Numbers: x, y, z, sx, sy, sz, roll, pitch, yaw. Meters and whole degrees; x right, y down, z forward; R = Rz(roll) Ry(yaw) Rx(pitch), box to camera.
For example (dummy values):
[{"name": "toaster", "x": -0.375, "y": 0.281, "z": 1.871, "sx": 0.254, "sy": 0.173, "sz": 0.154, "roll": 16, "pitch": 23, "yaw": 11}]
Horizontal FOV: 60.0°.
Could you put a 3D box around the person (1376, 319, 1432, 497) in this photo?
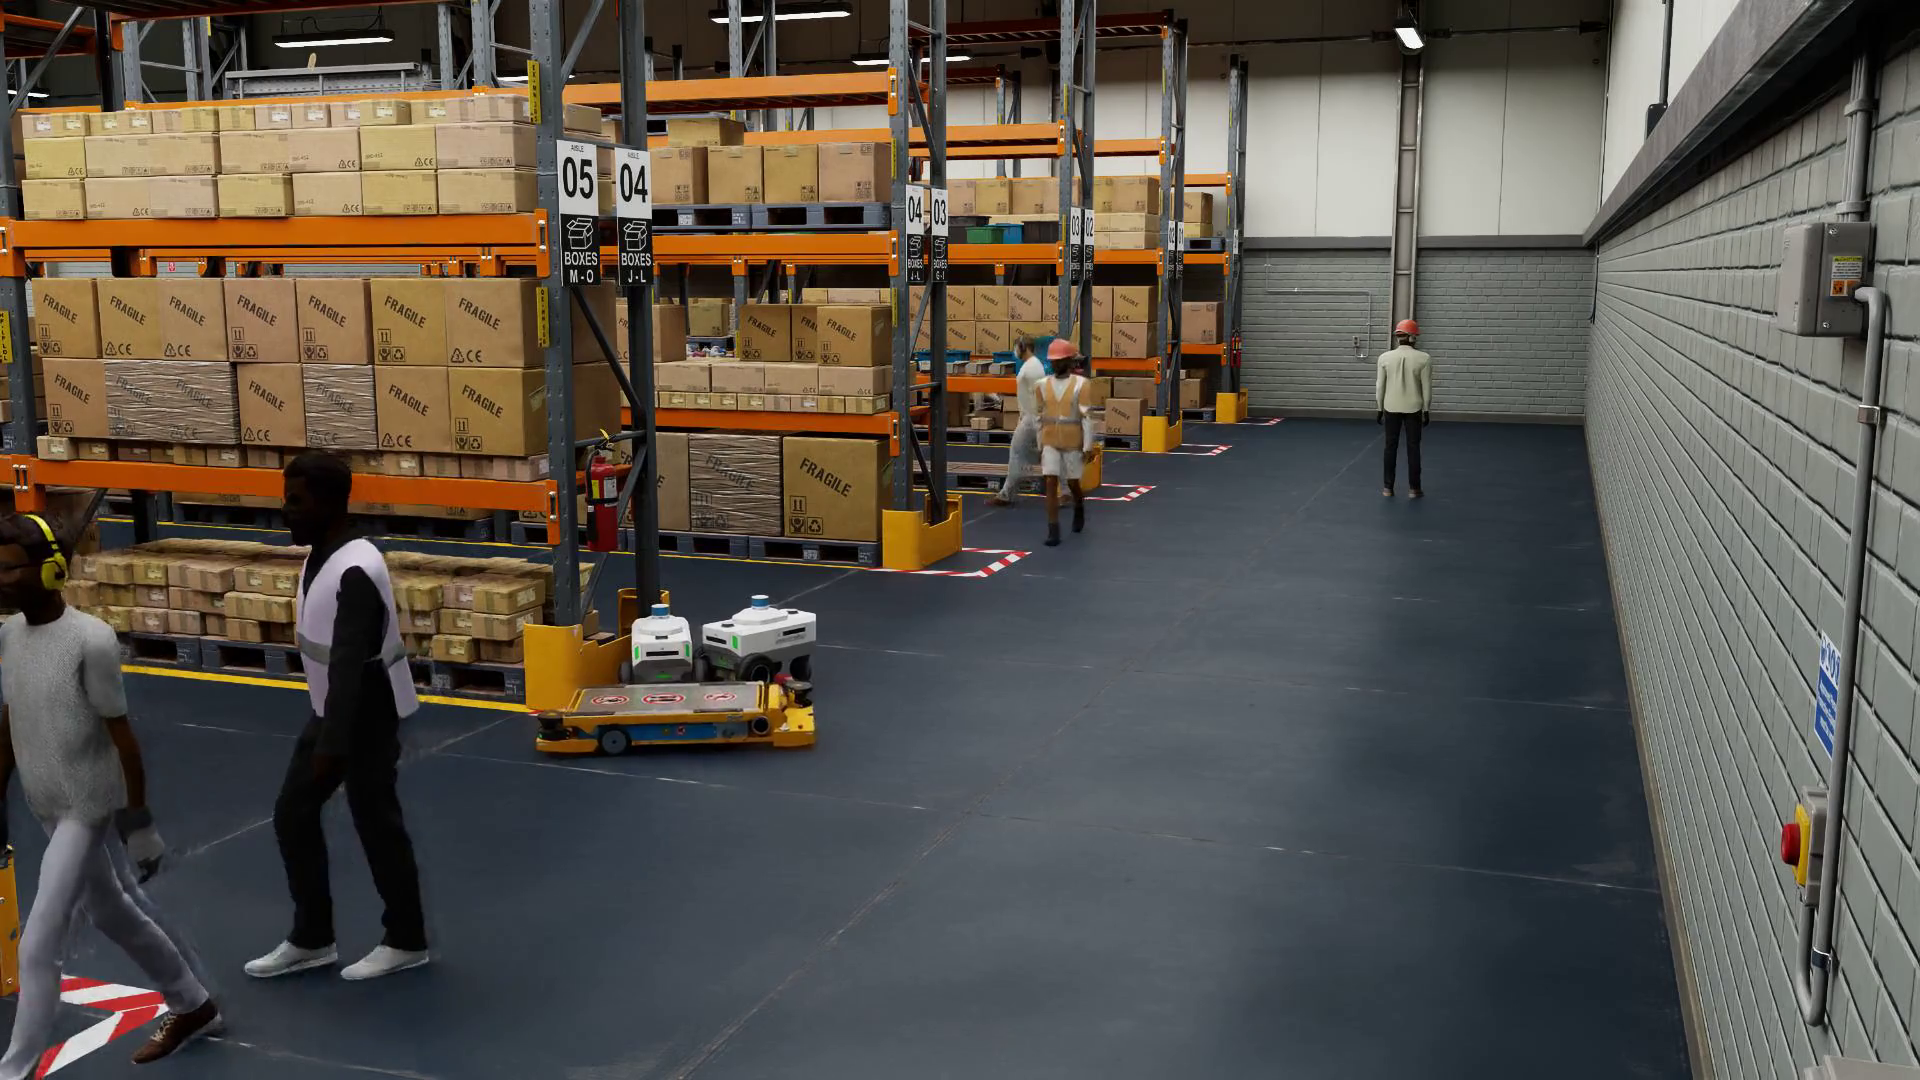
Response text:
[{"name": "person", "x": 4.976, "y": -1.470, "z": 18.652, "sx": 0.612, "sy": 1.990, "sz": 0.392, "roll": 4, "pitch": 10, "yaw": 25}]

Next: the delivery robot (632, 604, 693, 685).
[{"name": "delivery robot", "x": -1.757, "y": 0.619, "z": 9.786, "sx": 0.477, "sy": 0.478, "sz": 0.707, "roll": -2, "pitch": 9, "yaw": -11}]

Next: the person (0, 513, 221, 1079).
[{"name": "person", "x": -2.669, "y": 0.810, "z": 4.978, "sx": 0.549, "sy": 1.820, "sz": 0.996, "roll": 6, "pitch": 11, "yaw": 33}]

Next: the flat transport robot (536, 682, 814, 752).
[{"name": "flat transport robot", "x": -1.507, "y": 0.942, "z": 8.949, "sx": 1.431, "sy": 0.197, "sz": 0.652, "roll": -1, "pitch": 9, "yaw": -6}]

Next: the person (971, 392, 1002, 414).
[{"name": "person", "x": 0.400, "y": -3.007, "z": 28.662, "sx": 0.611, "sy": 1.854, "sz": 0.663, "roll": 5, "pitch": 10, "yaw": 28}]

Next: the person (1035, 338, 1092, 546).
[{"name": "person", "x": 0.974, "y": -0.925, "z": 15.495, "sx": 0.552, "sy": 1.913, "sz": 0.776, "roll": 3, "pitch": 10, "yaw": 18}]

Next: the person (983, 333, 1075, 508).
[{"name": "person", "x": 0.807, "y": -1.263, "z": 17.746, "sx": 1.021, "sy": 1.888, "sz": 0.647, "roll": 0, "pitch": 9, "yaw": 1}]

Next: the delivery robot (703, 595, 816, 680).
[{"name": "delivery robot", "x": -1.202, "y": 0.577, "z": 10.051, "sx": 0.477, "sy": 0.478, "sz": 0.707, "roll": 8, "pitch": 12, "yaw": 41}]

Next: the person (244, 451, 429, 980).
[{"name": "person", "x": -2.229, "y": 0.644, "z": 5.777, "sx": 0.732, "sy": 1.896, "sz": 0.594, "roll": -7, "pitch": 11, "yaw": -36}]
